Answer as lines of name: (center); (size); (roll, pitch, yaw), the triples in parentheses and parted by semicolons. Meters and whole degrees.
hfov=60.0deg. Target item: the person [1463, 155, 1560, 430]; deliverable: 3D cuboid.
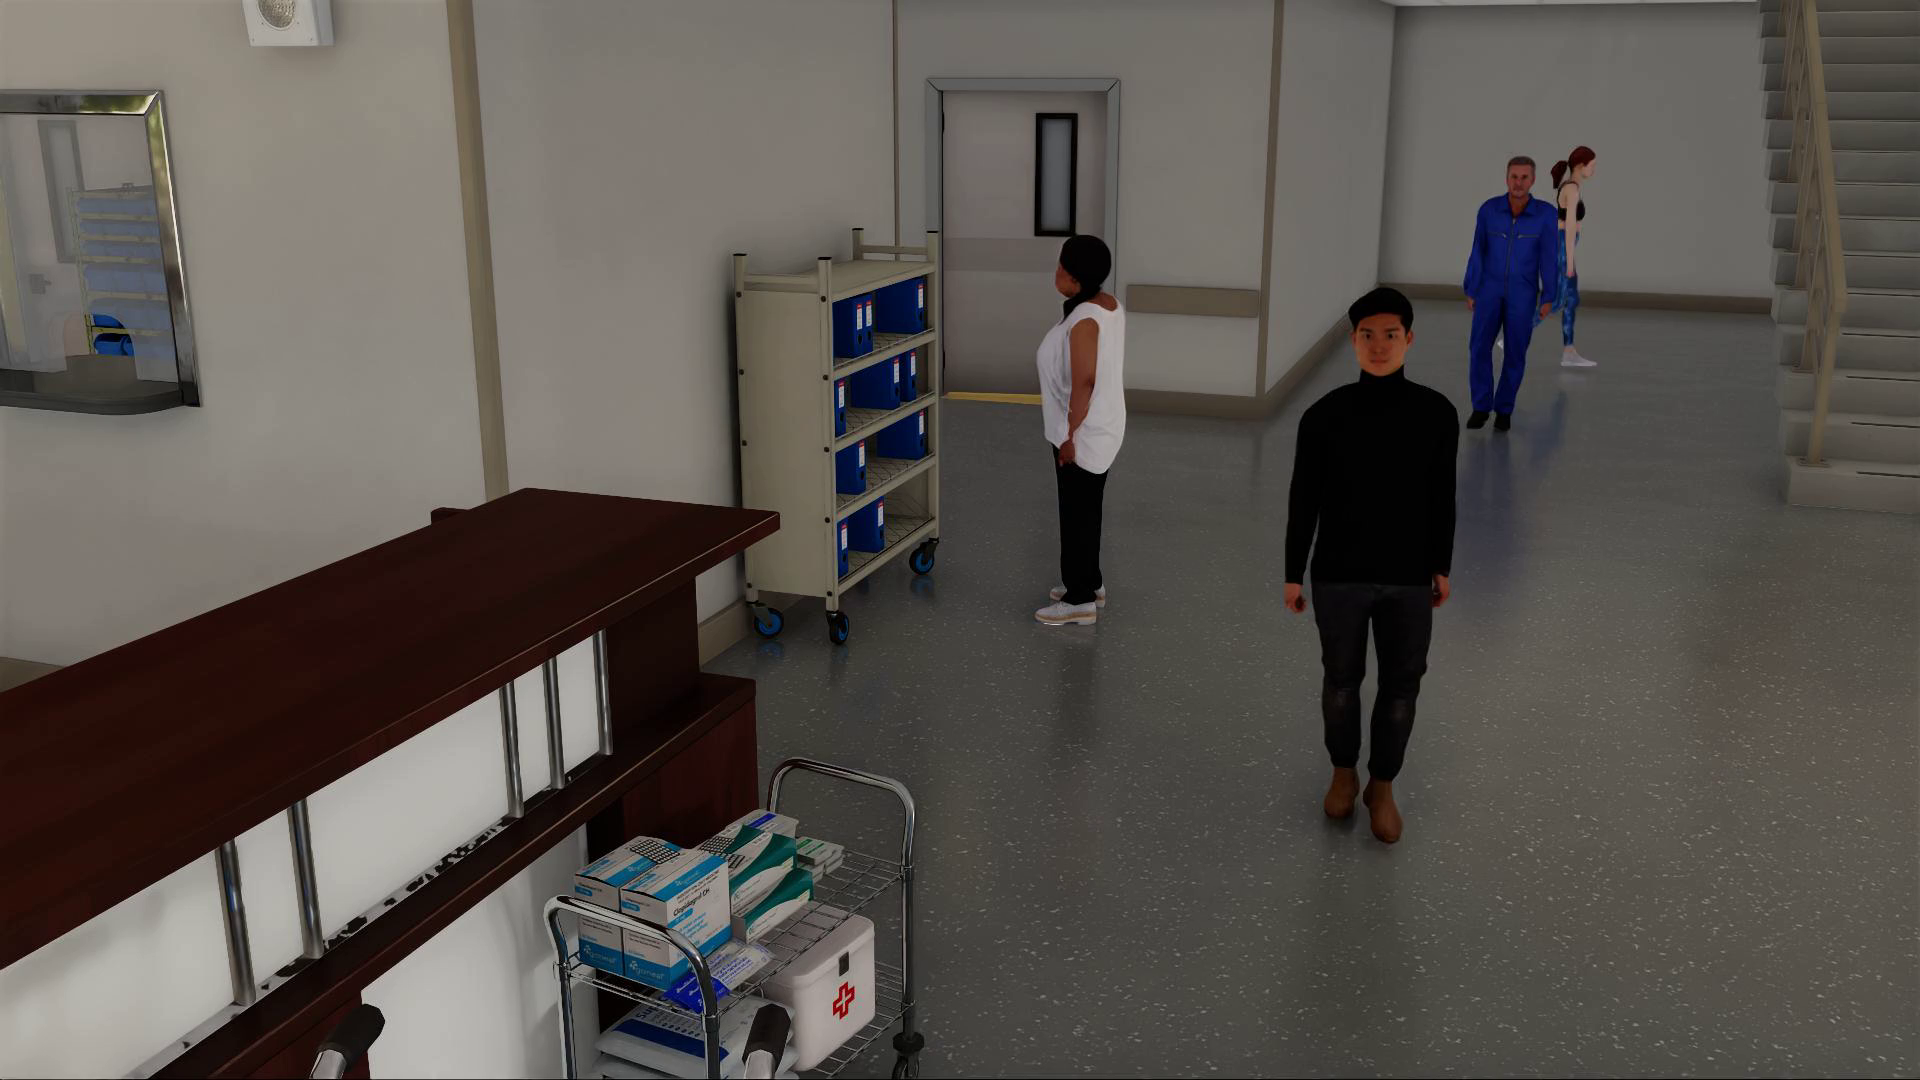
person: (3.675, -1.647, 11.133); (0.764, 1.813, 0.714); (6, 17, 21)

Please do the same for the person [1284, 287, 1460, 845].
person: (1.309, 0.058, 5.277); (0.688, 1.710, 0.693); (4, 16, 14)

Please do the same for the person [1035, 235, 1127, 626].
person: (0.517, -0.485, 7.242); (0.710, 1.688, 0.537); (5, 16, 17)

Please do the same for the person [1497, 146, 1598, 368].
person: (4.716, -2.219, 13.259); (0.800, 1.760, 1.012); (2, 16, 5)
